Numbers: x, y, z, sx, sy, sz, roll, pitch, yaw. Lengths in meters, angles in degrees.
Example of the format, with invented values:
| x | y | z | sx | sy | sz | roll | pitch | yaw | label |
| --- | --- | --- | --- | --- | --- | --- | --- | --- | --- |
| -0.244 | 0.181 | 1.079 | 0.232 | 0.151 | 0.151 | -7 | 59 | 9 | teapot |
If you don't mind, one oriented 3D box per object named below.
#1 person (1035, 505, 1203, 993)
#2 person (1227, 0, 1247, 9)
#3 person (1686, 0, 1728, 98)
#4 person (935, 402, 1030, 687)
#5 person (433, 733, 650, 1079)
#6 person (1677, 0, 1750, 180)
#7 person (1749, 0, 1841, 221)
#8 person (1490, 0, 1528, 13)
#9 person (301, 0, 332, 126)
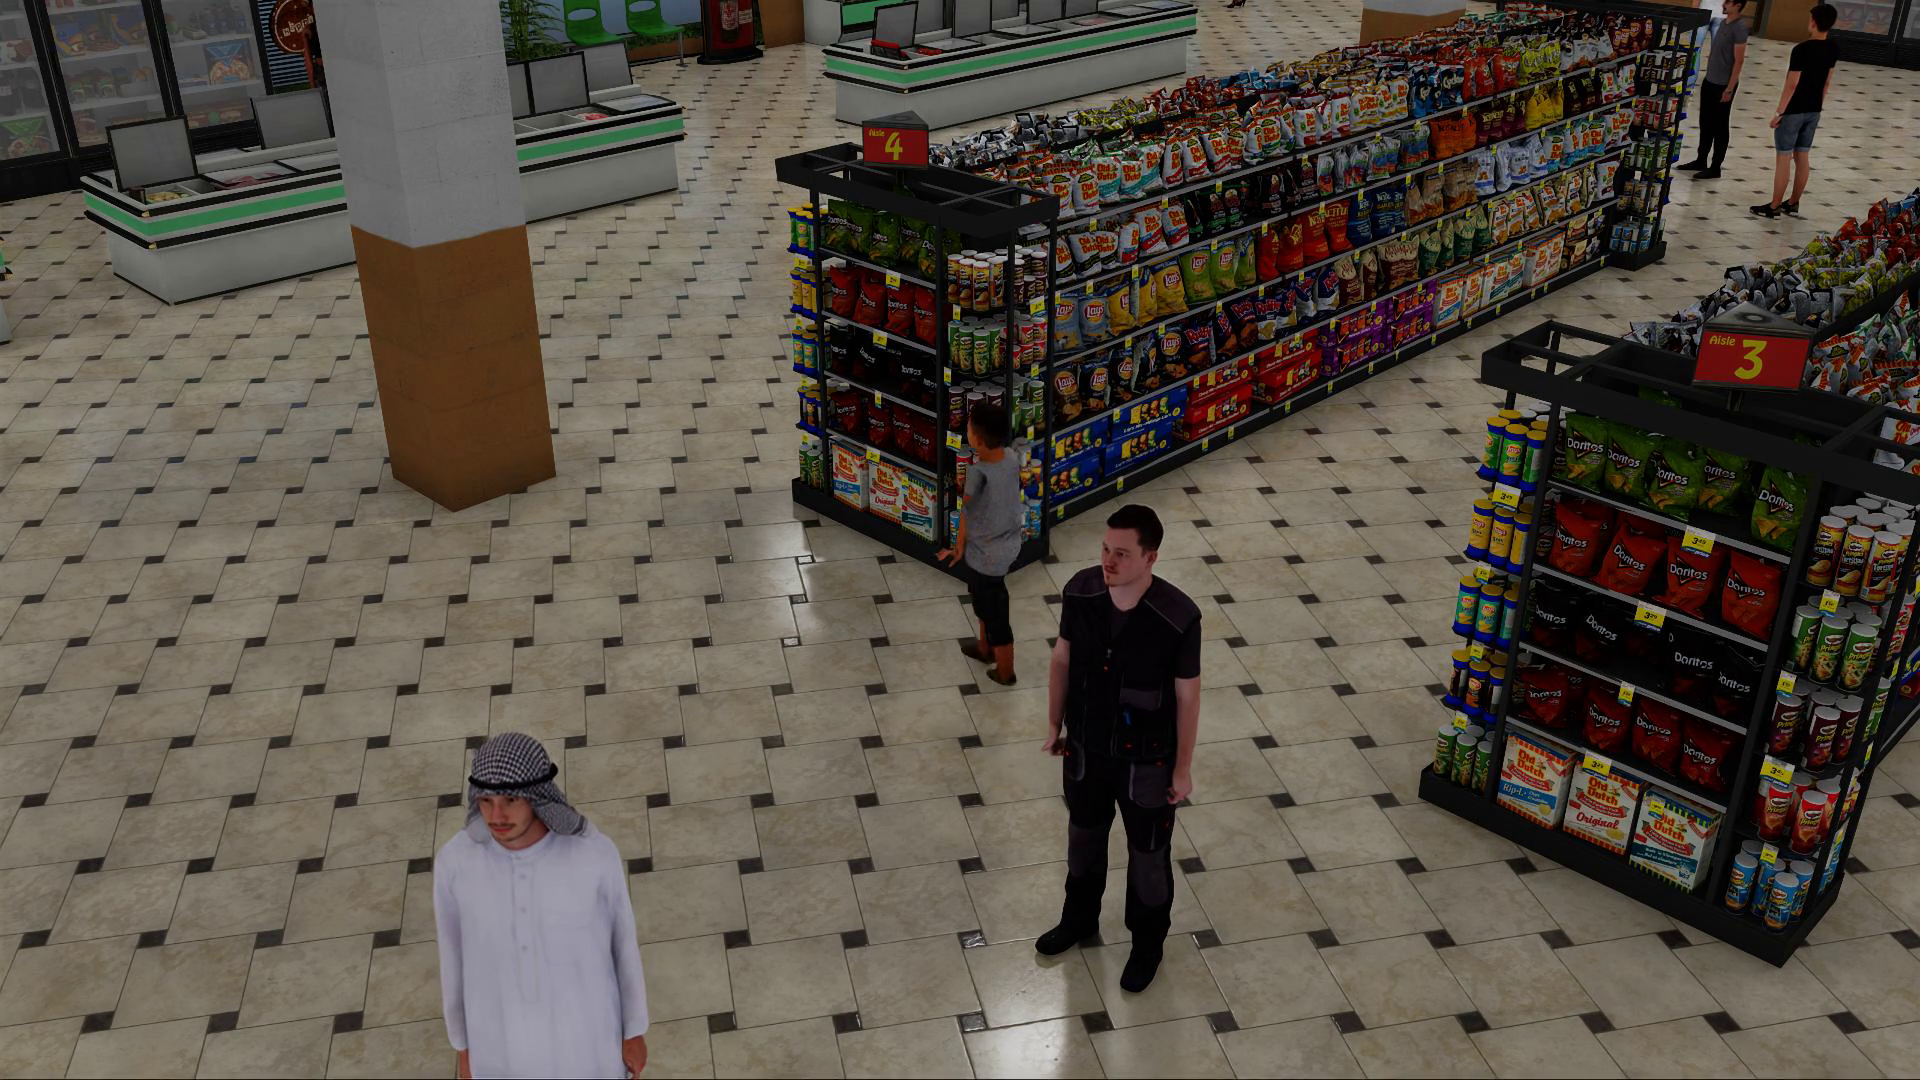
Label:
| x | y | z | sx | sy | sz | roll | pitch | yaw | label |
| --- | --- | --- | --- | --- | --- | --- | --- | --- | --- |
| 0.565 | 0.719 | 5.787 | 0.767 | 1.845 | 0.651 | 17 | 32 | 30 | person |
| 4.179 | -8.838 | 24.703 | 0.669 | 1.781 | 0.496 | 19 | 32 | 32 | person |
| 8.649 | -6.056 | 19.125 | 0.760 | 1.865 | 0.778 | 5 | 27 | 9 | person |
| 0.199 | 0.014 | 7.621 | 0.682 | 1.445 | 0.595 | 22 | 34 | 37 | person |
| -1.104 | 1.335 | 4.484 | 0.779 | 1.926 | 0.860 | -3 | 27 | -5 | person |
| 7.294 | -4.377 | 15.938 | 0.740 | 1.754 | 0.695 | -2 | 27 | -3 | person |
| 7.399 | -3.734 | 14.640 | 0.640 | 1.780 | 0.789 | -10 | 29 | -19 | person |
| 6.934 | -6.906 | 20.860 | 0.749 | 1.812 | 0.811 | 0 | 27 | 0 | person |
| -6.086 | -4.396 | 16.120 | 0.579 | 1.621 | 0.702 | -12 | 29 | -22 | person |
